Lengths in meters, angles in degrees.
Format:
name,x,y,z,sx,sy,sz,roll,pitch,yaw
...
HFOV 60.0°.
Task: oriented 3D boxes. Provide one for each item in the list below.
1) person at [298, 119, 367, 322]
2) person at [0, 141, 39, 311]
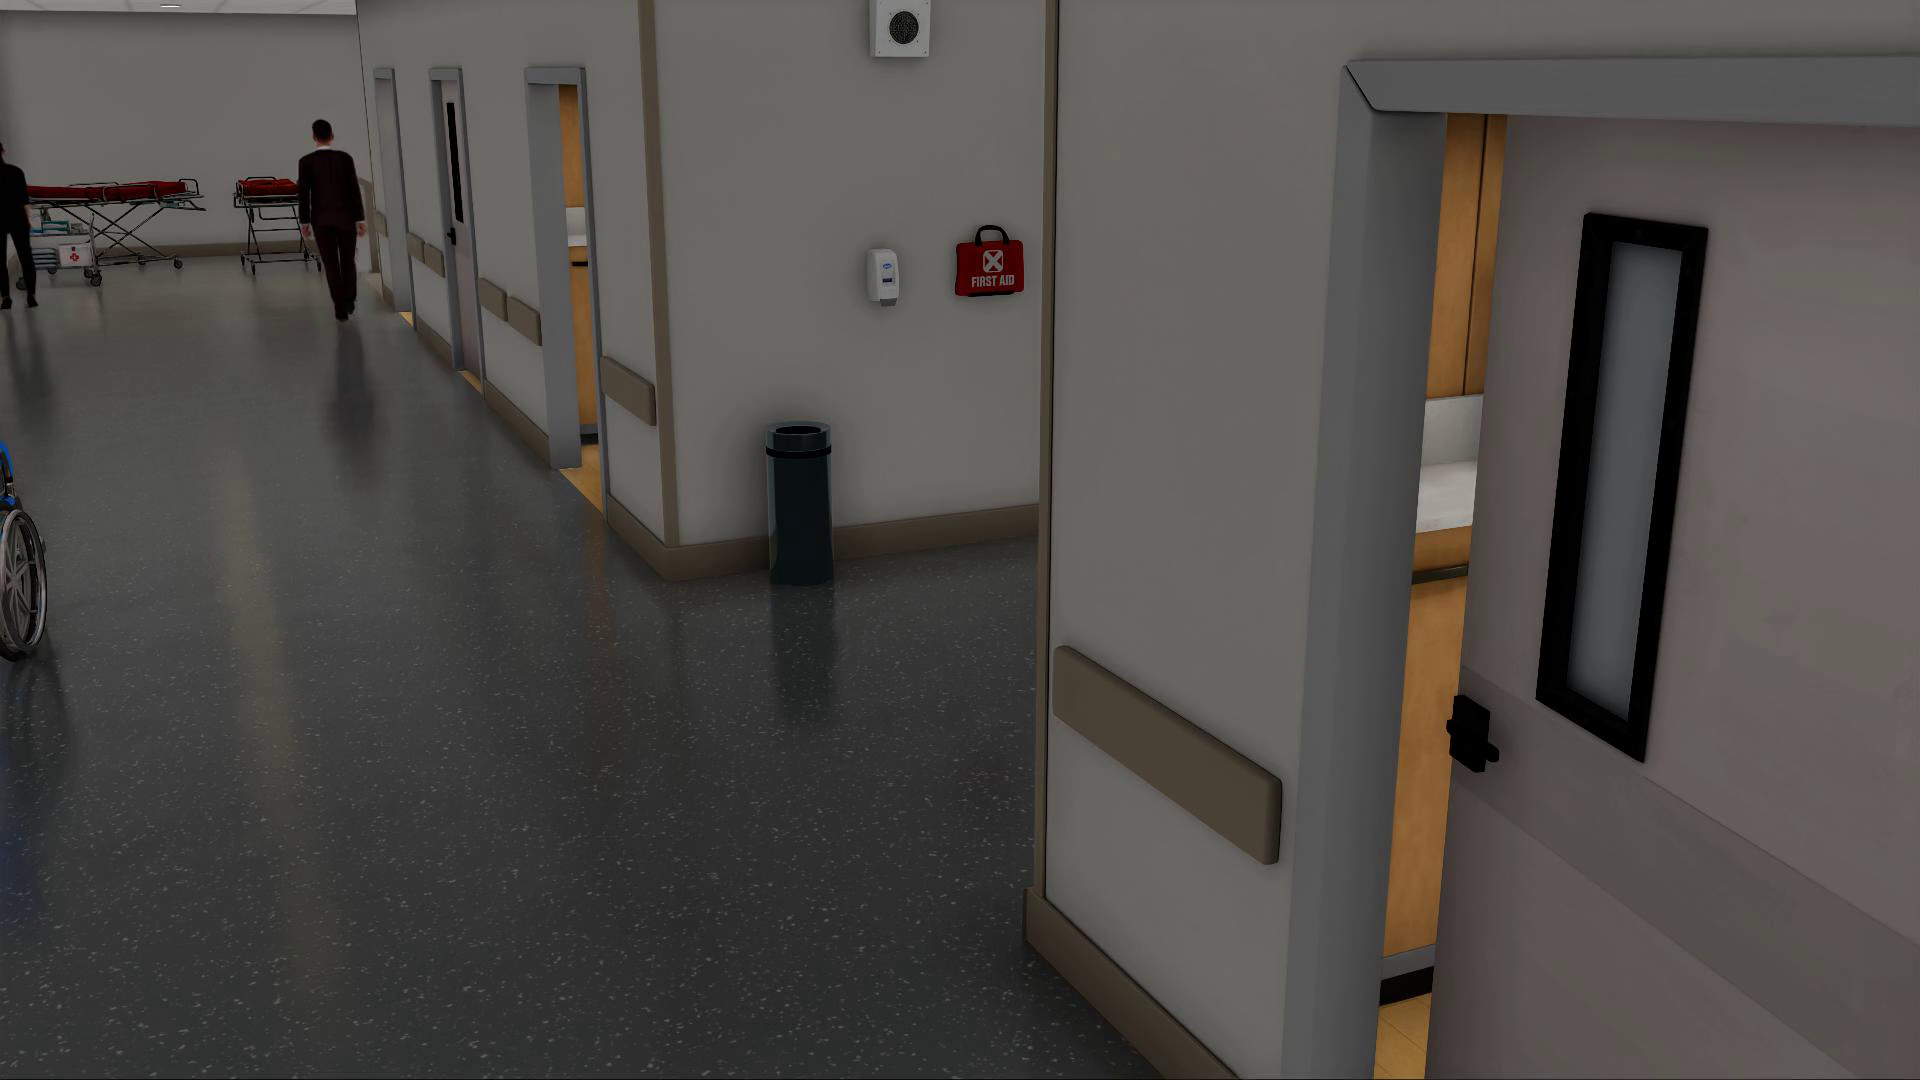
name,x,y,z,sx,sy,sz,roll,pitch,yaw
person,-5.839,-2.964,15.534,0.725,1.843,0.953,-8,18,-26
person,-9.398,-3.114,16.402,0.639,1.661,0.608,-11,19,-34
